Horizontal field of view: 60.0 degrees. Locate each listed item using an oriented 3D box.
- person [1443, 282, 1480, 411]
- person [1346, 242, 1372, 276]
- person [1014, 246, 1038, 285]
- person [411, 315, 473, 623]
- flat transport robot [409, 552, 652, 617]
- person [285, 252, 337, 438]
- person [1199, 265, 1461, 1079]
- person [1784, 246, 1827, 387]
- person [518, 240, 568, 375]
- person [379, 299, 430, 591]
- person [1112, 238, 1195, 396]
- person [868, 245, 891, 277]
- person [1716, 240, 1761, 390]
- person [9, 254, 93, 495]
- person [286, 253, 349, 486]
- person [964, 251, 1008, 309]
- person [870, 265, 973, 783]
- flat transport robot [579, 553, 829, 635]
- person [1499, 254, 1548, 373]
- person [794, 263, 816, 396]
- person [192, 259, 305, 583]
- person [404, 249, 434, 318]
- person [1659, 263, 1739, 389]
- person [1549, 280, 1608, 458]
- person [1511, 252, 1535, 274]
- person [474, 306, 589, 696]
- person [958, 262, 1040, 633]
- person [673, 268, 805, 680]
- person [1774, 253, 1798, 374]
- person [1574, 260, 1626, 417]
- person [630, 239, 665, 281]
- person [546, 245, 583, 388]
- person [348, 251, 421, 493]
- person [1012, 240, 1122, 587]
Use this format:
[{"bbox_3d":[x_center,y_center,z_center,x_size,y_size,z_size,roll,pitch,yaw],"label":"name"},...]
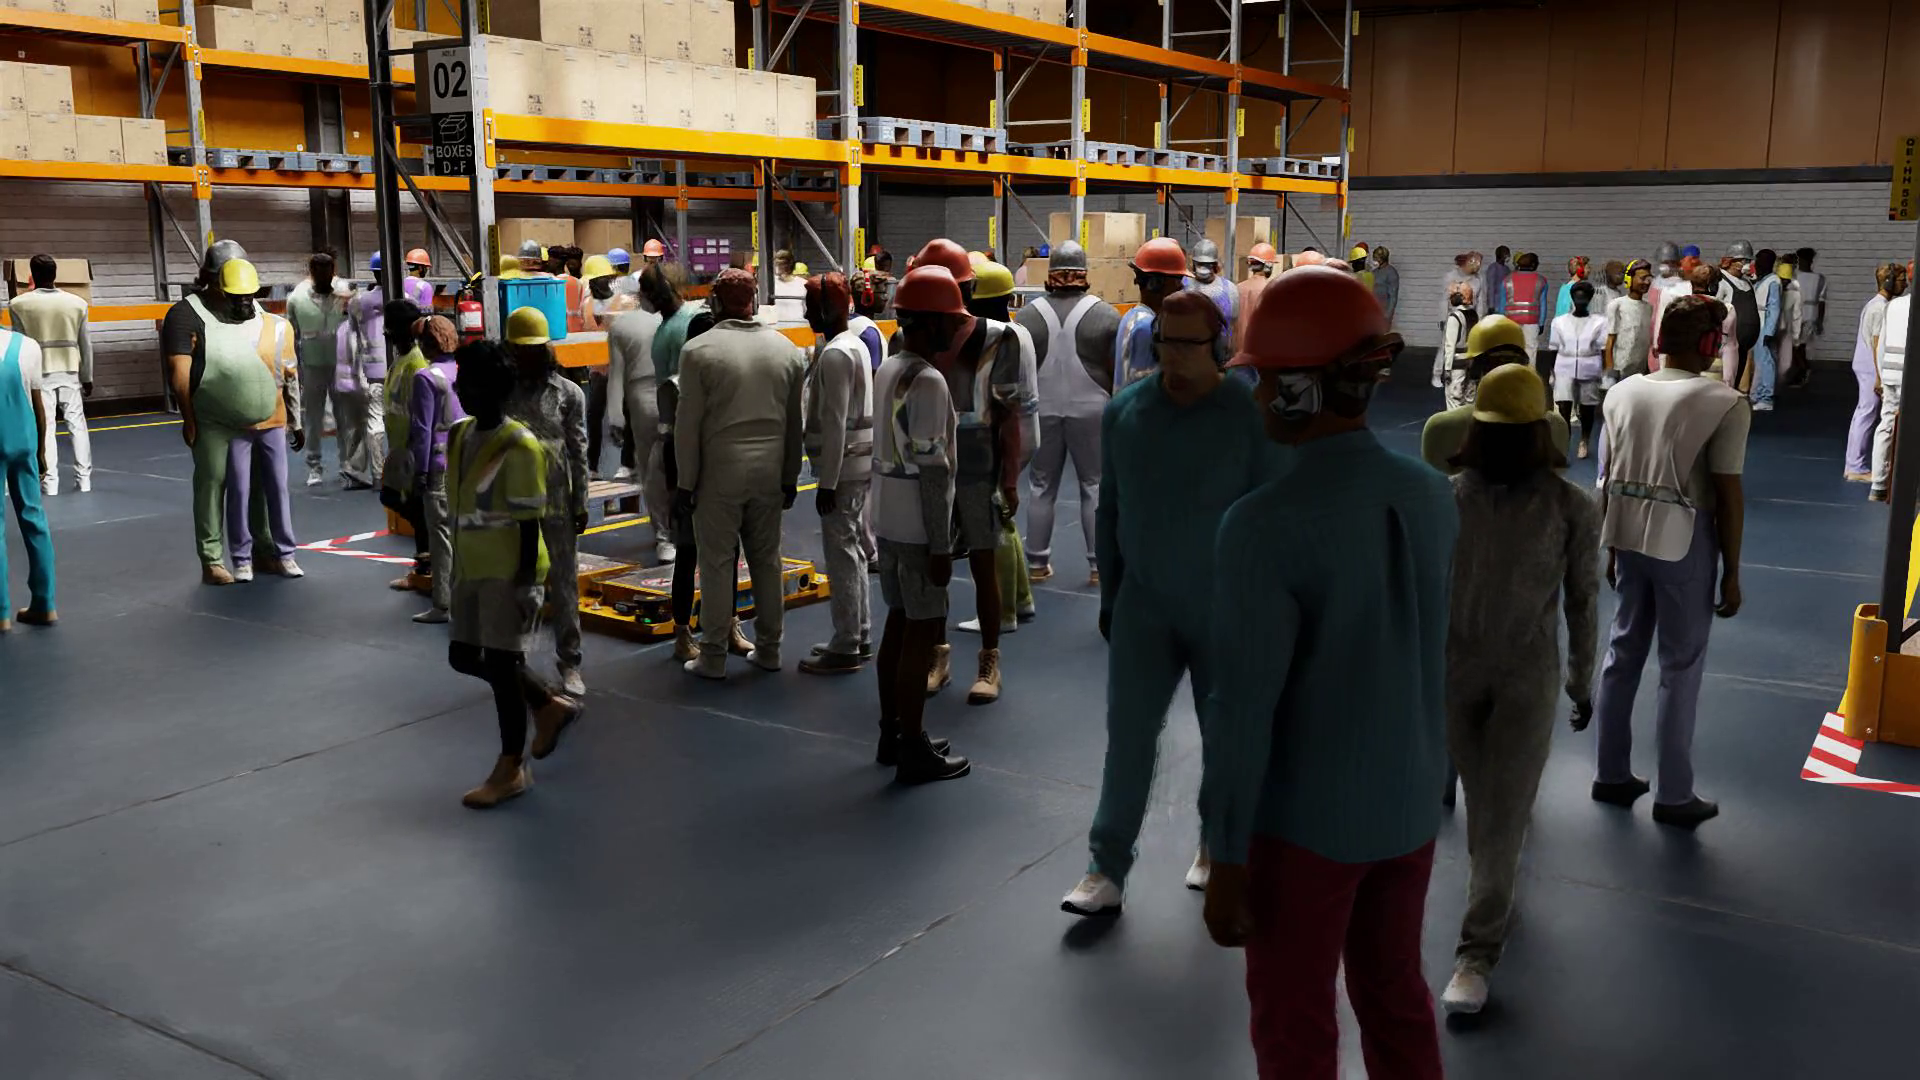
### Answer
[{"bbox_3d":[4.728,-1.615,15.726,0.519,1.631,0.314,-10,14,-44],"label":"person"},{"bbox_3d":[6.861,-4.130,28.683,0.617,1.986,0.406,-4,11,-23],"label":"person"},{"bbox_3d":[0.929,-3.008,22.585,0.372,1.939,0.631,-3,11,-14],"label":"person"},{"bbox_3d":[-2.738,-0.380,8.880,0.319,1.631,0.523,2,10,12],"label":"person"},{"bbox_3d":[-2.419,0.206,9.395,1.431,0.197,0.652,8,13,38],"label":"flat transport robot"},{"bbox_3d":[-6.688,-1.986,17.060,0.856,1.899,0.632,2,10,9],"label":"person"},{"bbox_3d":[0.664,0.494,3.084,0.625,1.981,0.422,-8,13,-37],"label":"person"},{"bbox_3d":[11.484,-3.018,22.640,0.630,1.940,0.706,0,10,-1],"label":"person"},{"bbox_3d":[-4.148,-1.897,16.144,0.681,2.000,0.535,-3,11,-15],"label":"person"},{"bbox_3d":[-3.185,-0.549,9.644,0.363,1.687,0.543,-6,12,-32],"label":"person"},{"bbox_3d":[0.978,-0.516,8.522,0.416,2.035,0.609,0,10,1],"label":"person"},{"bbox_3d":[-1.435,-4.219,29.291,0.379,1.938,0.547,-7,12,-35],"label":"person"},{"bbox_3d":[7.827,-2.031,16.881,0.682,2.000,0.535,-7,12,-34],"label":"person"},{"bbox_3d":[-7.227,-1.316,13.290,0.374,1.912,0.586,8,13,39],"label":"person"},{"bbox_3d":[-5.258,-1.416,13.827,0.591,1.916,0.393,-5,12,-28],"label":"person"},{"bbox_3d":[0.151,-1.526,14.407,0.594,1.922,0.387,-9,14,-41],"label":"person"},{"bbox_3d":[-0.138,-0.055,6.252,0.388,1.930,0.544,-4,11,-20],"label":"person"},{"bbox_3d":[-1.355,0.263,9.080,0.652,0.197,1.431,8,13,38],"label":"flat transport robot"},{"bbox_3d":[7.631,-2.951,22.570,0.622,1.835,0.431,3,11,18],"label":"person"},{"bbox_3d":[-2.024,-2.699,21.448,0.352,1.733,0.482,4,11,22],"label":"person"},{"bbox_3d":[-4.208,-0.700,9.873,0.591,1.913,0.394,-8,13,-37],"label":"person"},{"bbox_3d":[-6.115,-2.316,18.795,0.549,1.925,0.384,6,12,29],"label":"person"},{"bbox_3d":[5.744,-1.218,12.935,0.429,1.844,0.626,-8,13,-36],"label":"person"},{"bbox_3d":[5.608,-1.516,15.069,0.541,1.676,0.780,4,11,23],"label":"person"},{"bbox_3d":[9.297,-3.867,27.667,0.589,1.822,0.403,-5,11,-24],"label":"person"},{"bbox_3d":[-1.881,-0.155,7.335,0.484,1.737,0.321,-2,10,-12],"label":"person"},{"bbox_3d":[0.202,-0.472,8.604,0.414,1.913,0.605,2,10,11],"label":"person"},{"bbox_3d":[-1.032,-0.303,7.729,0.653,1.894,0.401,-8,13,-37],"label":"person"},{"bbox_3d":[11.987,-3.261,24.261,0.589,1.842,0.441,-5,11,-24],"label":"person"},{"bbox_3d":[7.174,-2.227,18.651,0.529,1.810,0.896,-7,13,-35],"label":"person"},{"bbox_3d":[-3.656,-2.591,20.030,0.601,2.035,0.415,-2,10,-12],"label":"person"},{"bbox_3d":[-4.499,-2.342,18.811,0.367,1.967,0.604,3,11,18],"label":"person"},{"bbox_3d":[-4.573,-1.346,13.346,0.617,1.946,0.396,1,10,3],"label":"person"},{"bbox_3d":[0.639,-0.750,9.785,0.685,2.000,0.537,2,11,13],"label":"person"}]
